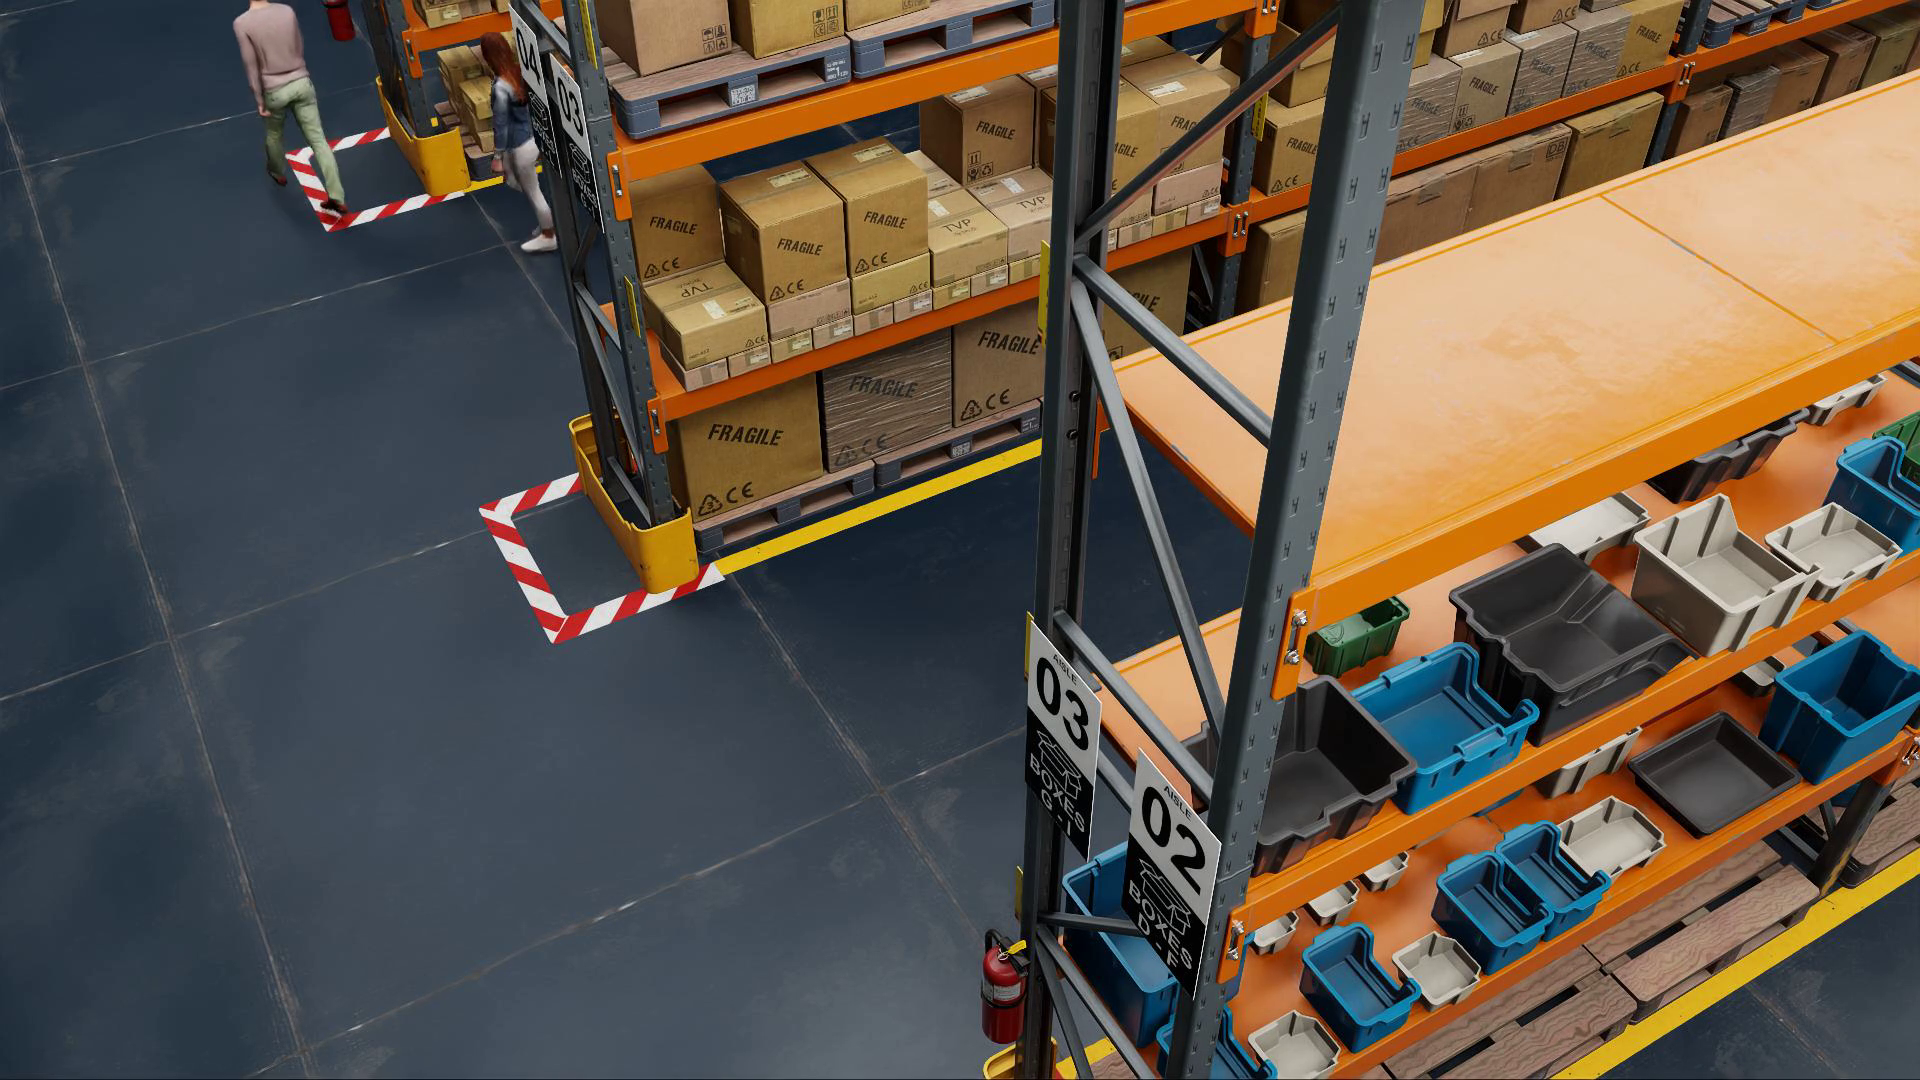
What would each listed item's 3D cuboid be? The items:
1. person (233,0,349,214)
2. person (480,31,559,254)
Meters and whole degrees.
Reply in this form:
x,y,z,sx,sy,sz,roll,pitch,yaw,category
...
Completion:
x,y,z,sx,sy,sz,roll,pitch,yaw,category
-4.901,-3.256,12.269,1.233,1.814,0.817,-31,51,-29,person
-3.047,-2.822,11.899,0.750,1.685,0.738,-4,43,-5,person
